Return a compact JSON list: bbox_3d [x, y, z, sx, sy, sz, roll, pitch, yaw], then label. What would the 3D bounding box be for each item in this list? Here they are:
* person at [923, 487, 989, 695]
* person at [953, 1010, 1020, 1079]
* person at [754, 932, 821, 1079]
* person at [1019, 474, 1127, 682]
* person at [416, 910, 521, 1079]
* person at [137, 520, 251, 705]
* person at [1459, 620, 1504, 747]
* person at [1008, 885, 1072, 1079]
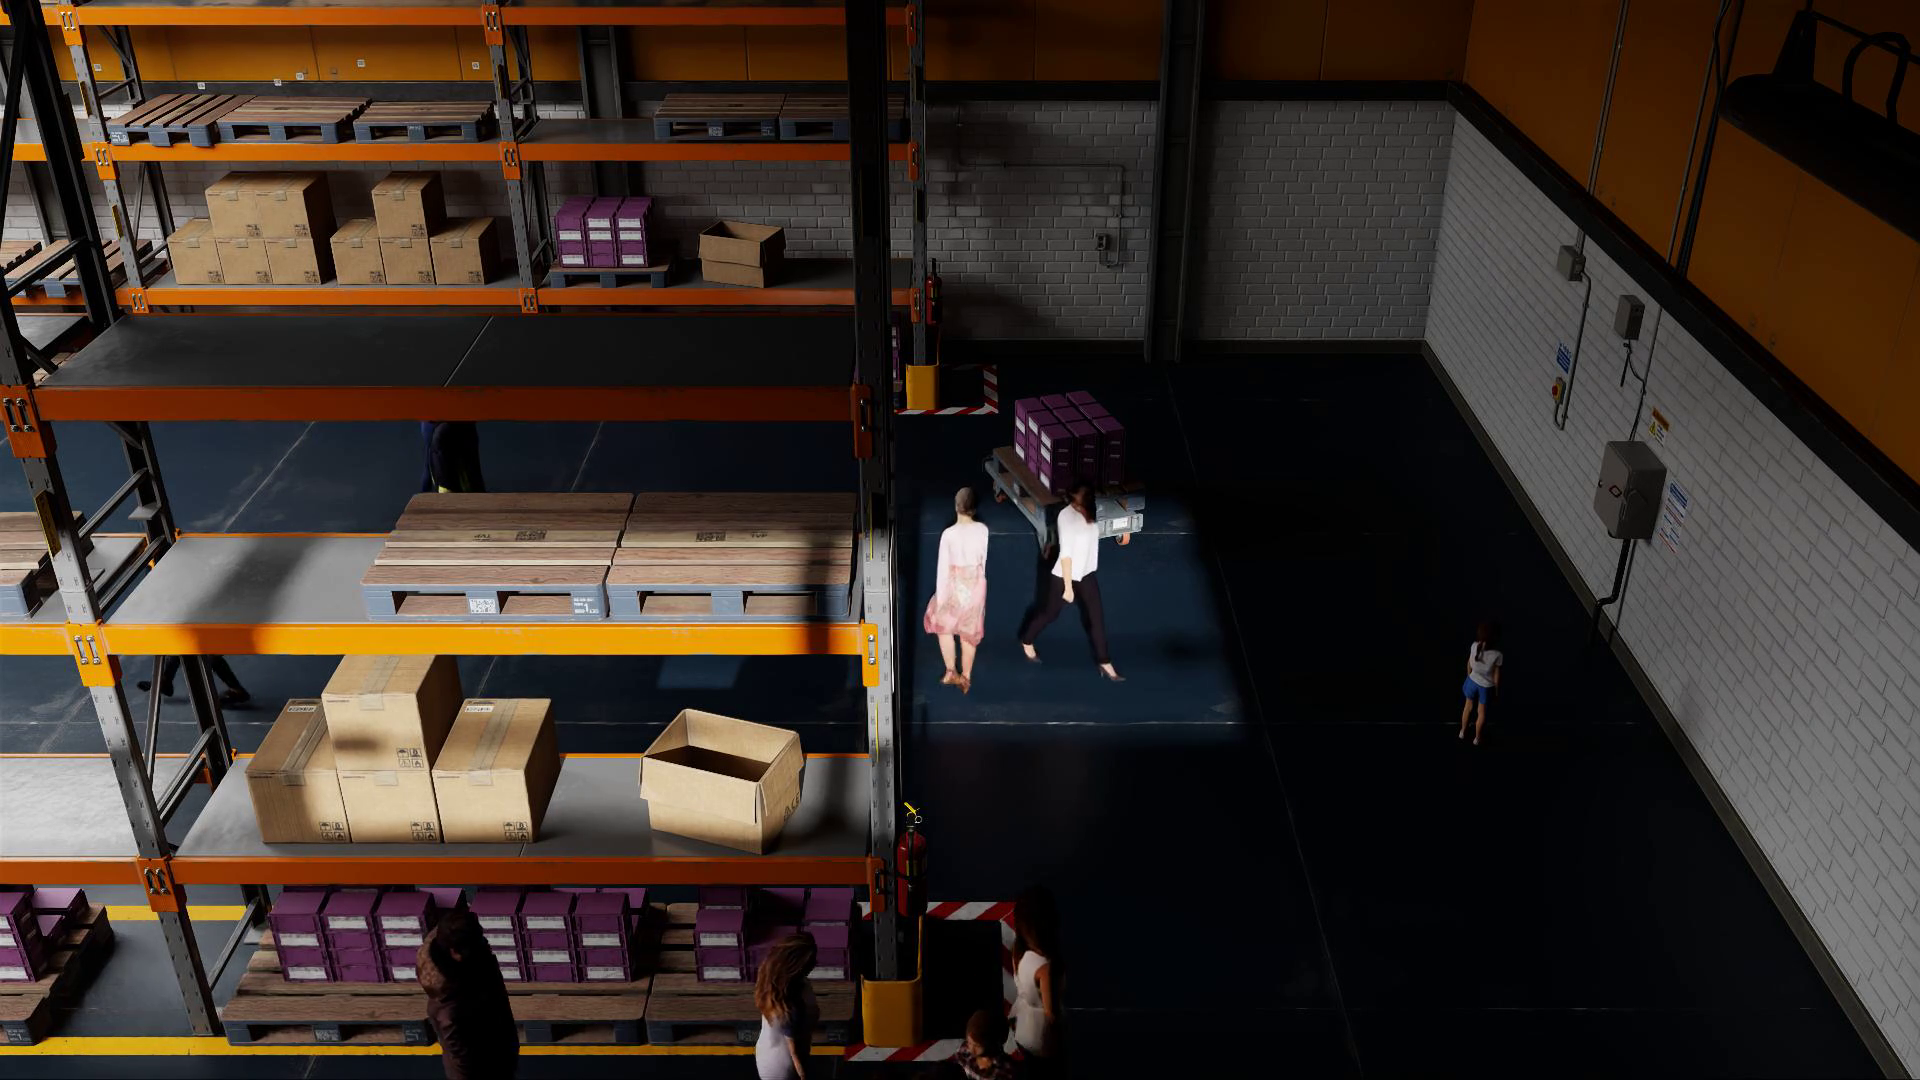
[{"bbox_3d":[0.061,0.432,12.470,0.724,1.676,0.806,-13,31,-23],"label":"person"},{"bbox_3d":[0.156,2.857,8.427,0.731,1.290,0.770,15,32,26],"label":"person"},{"bbox_3d":[-0.968,2.653,8.372,0.730,1.699,0.688,-8,30,-15],"label":"person"},{"bbox_3d":[0.757,0.284,12.672,1.211,1.742,1.036,18,33,29],"label":"person"},{"bbox_3d":[-2.500,2.579,8.375,1.064,1.827,0.820,-3,29,-6],"label":"person"},{"bbox_3d":[-5.688,0.528,12.303,1.129,1.666,0.673,2,29,3],"label":"person"},{"bbox_3d":[3.787,1.024,12.069,0.546,1.019,0.490,-23,36,-36],"label":"person"},{"bbox_3d":[0.314,2.543,8.524,1.131,1.748,0.791,-6,29,-11],"label":"person"}]
